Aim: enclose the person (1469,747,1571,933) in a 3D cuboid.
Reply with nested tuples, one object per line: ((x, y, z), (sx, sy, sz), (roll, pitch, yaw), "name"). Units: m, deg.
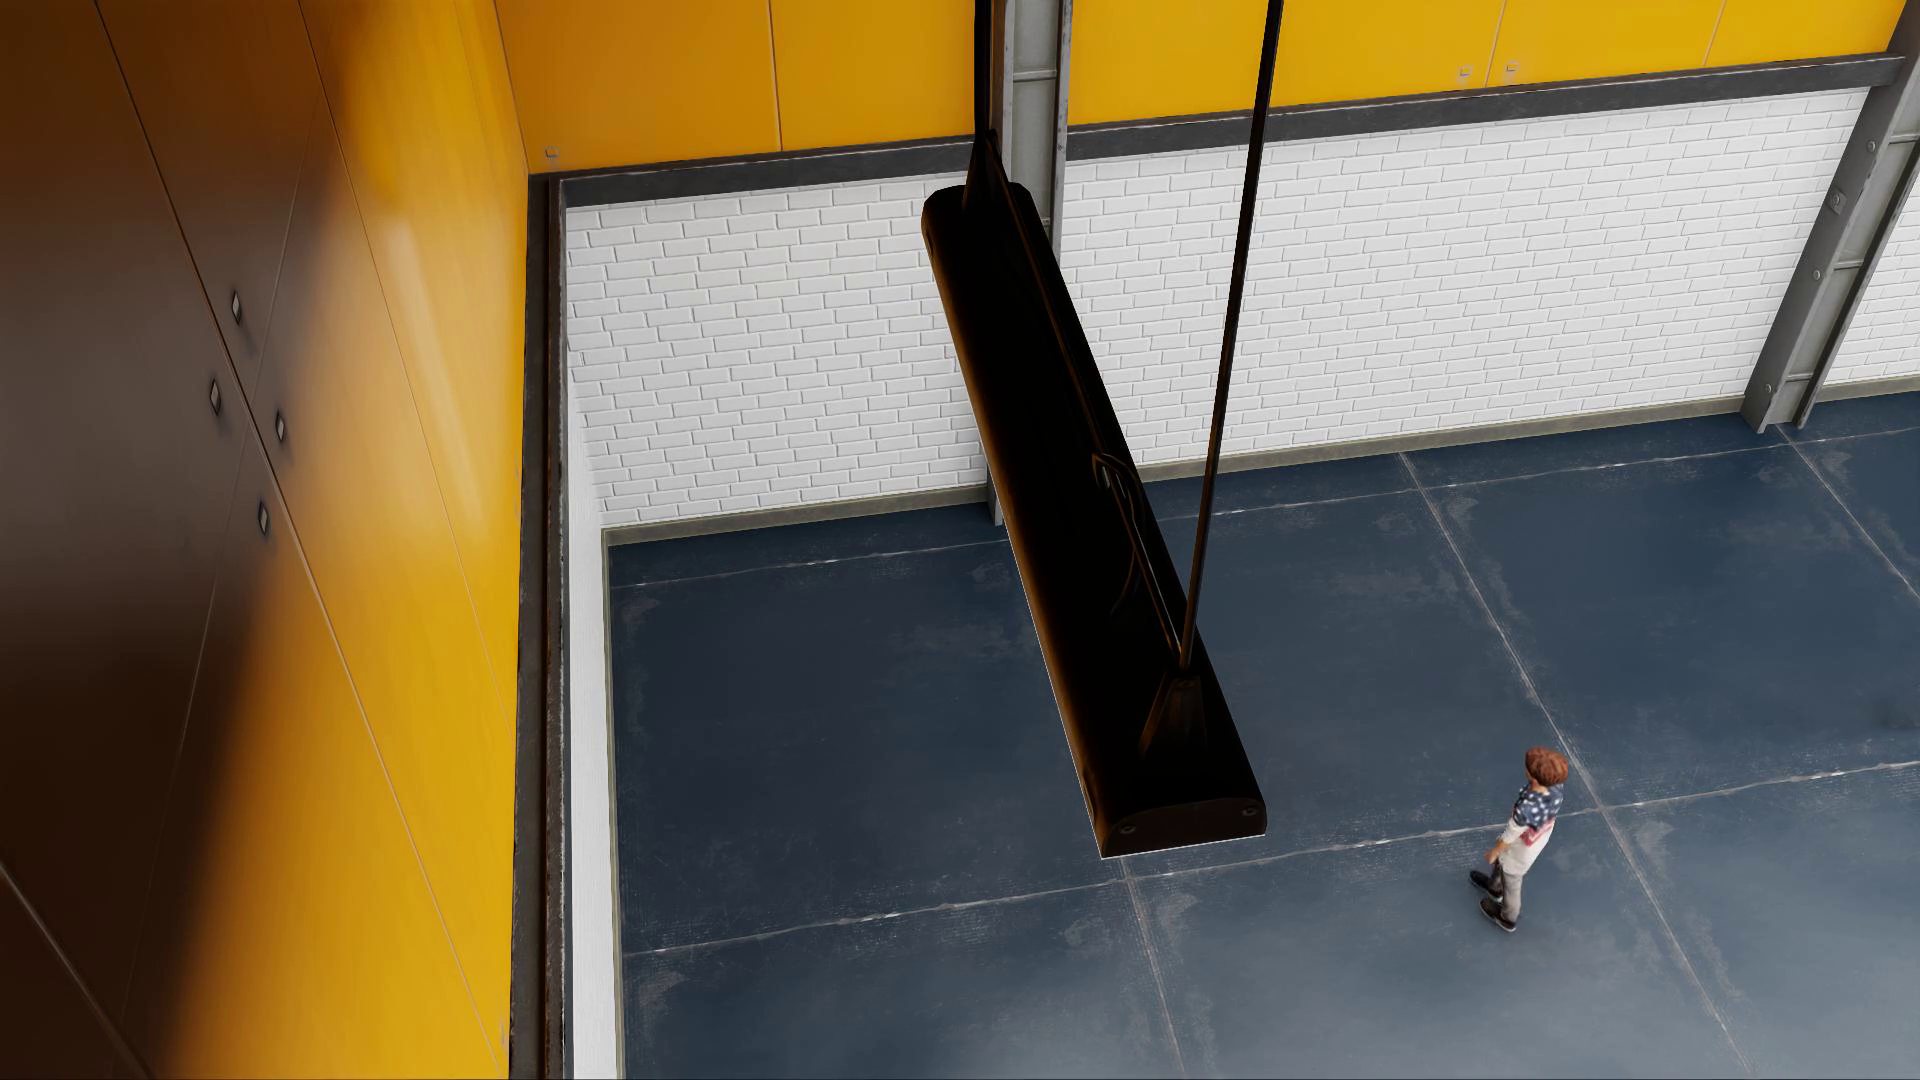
((3.163, 1.686, 9.172), (0.689, 1.430, 0.745), (-33, 52, -29), "person")
